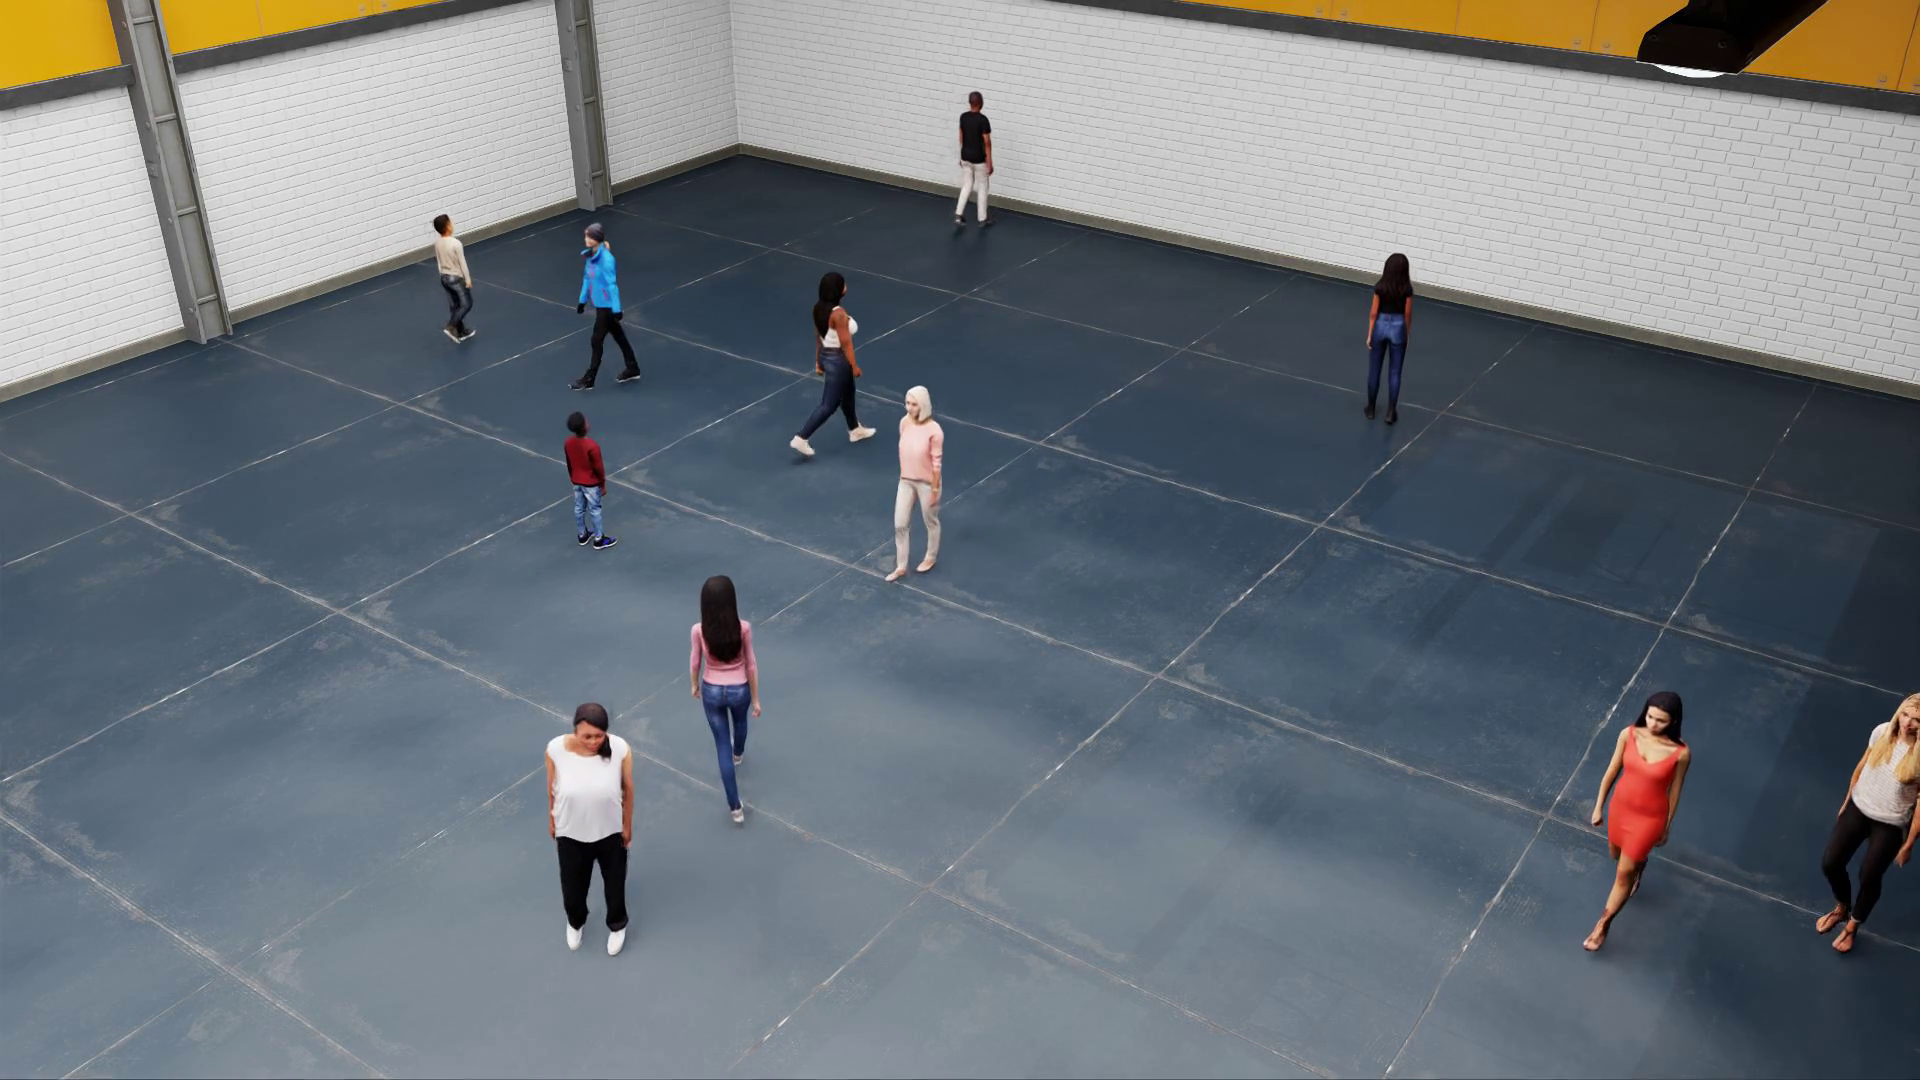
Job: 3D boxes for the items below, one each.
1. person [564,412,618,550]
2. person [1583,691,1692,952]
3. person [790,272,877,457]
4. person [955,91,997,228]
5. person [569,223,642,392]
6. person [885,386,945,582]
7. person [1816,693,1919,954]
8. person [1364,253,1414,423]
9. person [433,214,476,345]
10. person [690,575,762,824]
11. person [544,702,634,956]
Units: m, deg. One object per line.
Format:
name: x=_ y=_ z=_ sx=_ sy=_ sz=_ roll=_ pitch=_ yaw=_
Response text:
person: x=-3.220 y=-0.517 z=14.308 sx=0.535 sy=1.254 sz=0.520 roll=15 pitch=32 yaw=26
person: x=4.078 y=1.615 z=9.943 sx=0.685 sy=1.692 sz=1.100 roll=23 pitch=36 yaw=36
person: x=-1.263 y=-1.627 z=15.804 sx=1.281 sy=1.771 sz=1.001 roll=-14 pitch=32 yaw=-24
person: x=0.168 y=-5.020 z=21.983 sx=0.681 sy=1.810 sz=0.852 roll=21 pitch=35 yaw=33
person: x=-3.594 y=-2.433 z=17.291 sx=1.145 sy=1.762 sz=0.908 roll=-15 pitch=32 yaw=-26
person: x=-0.276 y=-0.513 z=13.825 sx=0.619 sy=1.710 sz=0.810 roll=17 pitch=33 yaw=28
person: x=5.446 y=1.633 z=9.784 sx=0.700 sy=1.813 sz=0.707 roll=-19 pitch=34 yaw=-30
person: x=4.267 y=-2.017 z=16.550 sx=0.641 sy=1.740 sz=0.661 roll=6 pitch=29 yaw=10
person: x=-5.635 y=-2.854 z=18.382 sx=0.617 sy=1.457 sz=0.784 roll=14 pitch=31 yaw=23
person: x=-1.539 y=1.072 z=10.925 sx=1.073 sy=1.704 sz=1.136 roll=-5 pitch=29 yaw=-8
person: x=-2.161 y=1.660 z=9.872 sx=0.823 sy=1.680 sz=0.884 roll=-2 pitch=29 yaw=-4
